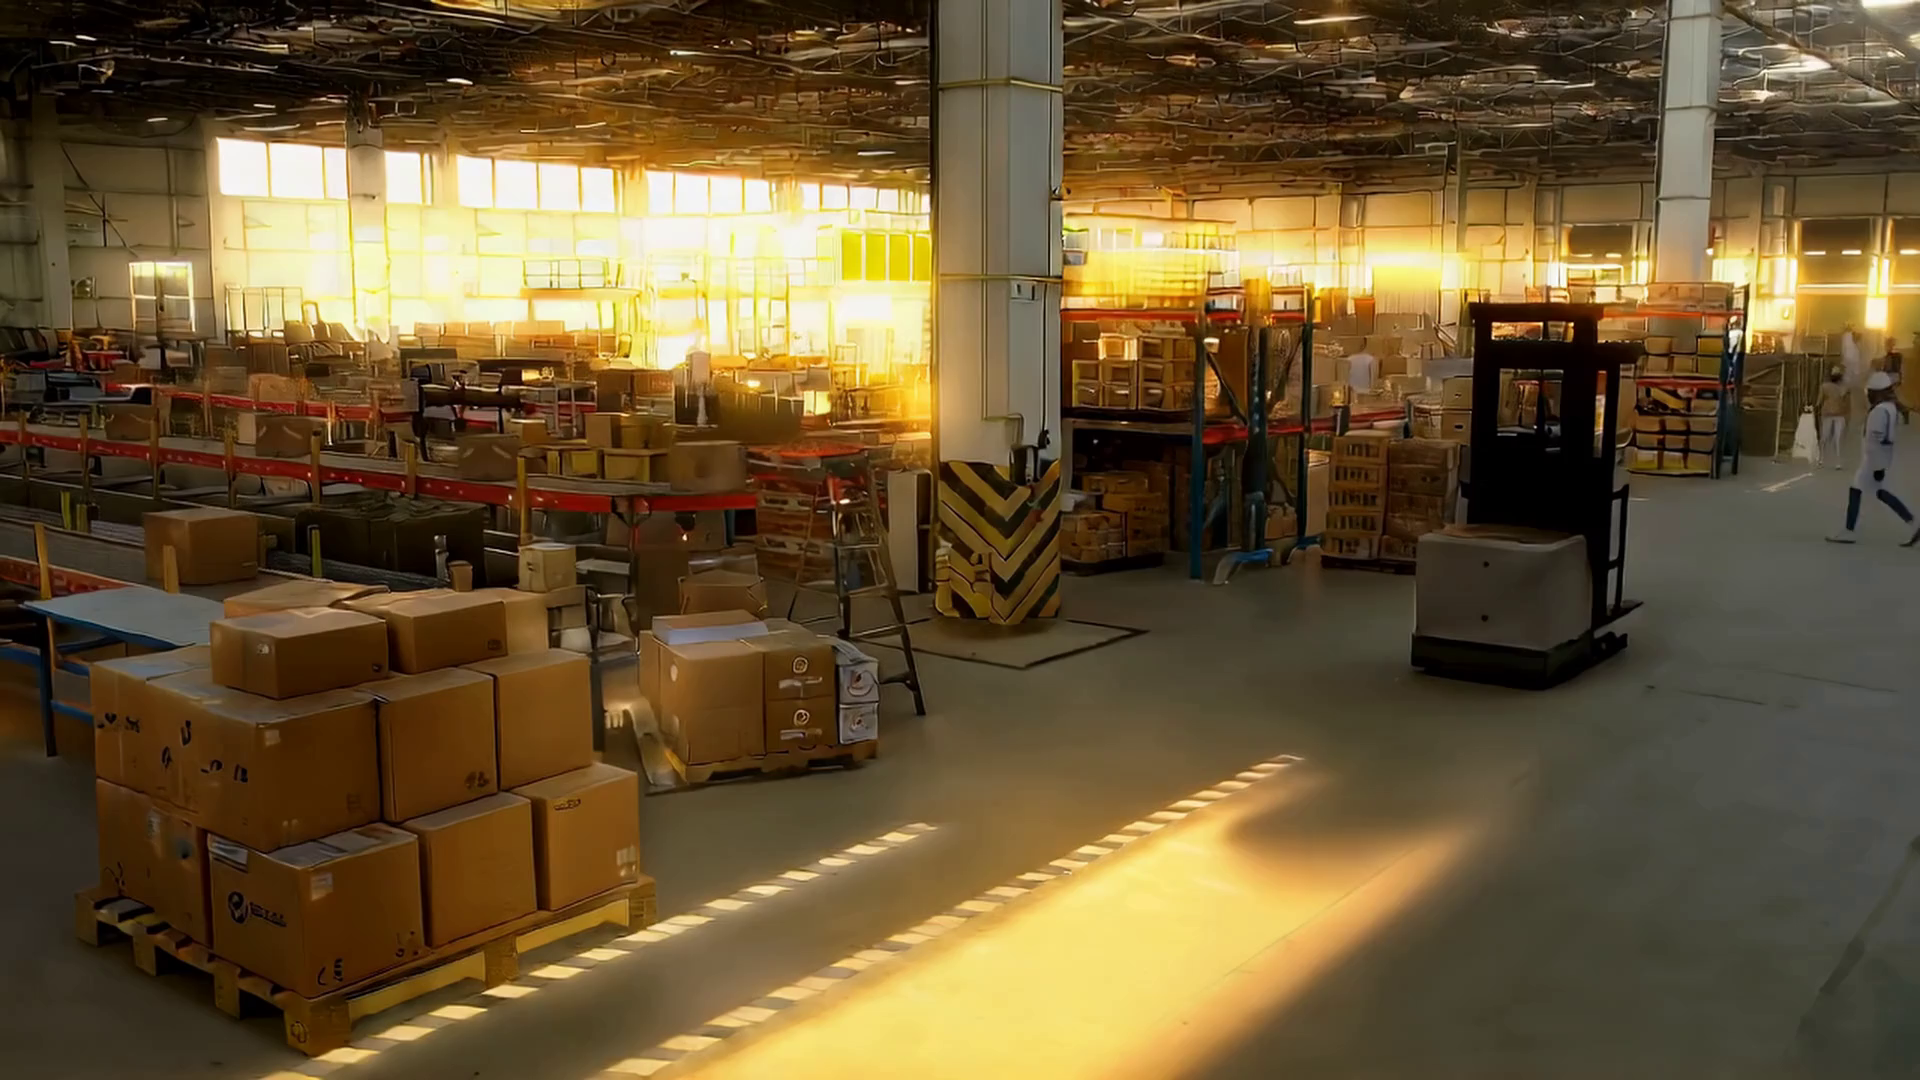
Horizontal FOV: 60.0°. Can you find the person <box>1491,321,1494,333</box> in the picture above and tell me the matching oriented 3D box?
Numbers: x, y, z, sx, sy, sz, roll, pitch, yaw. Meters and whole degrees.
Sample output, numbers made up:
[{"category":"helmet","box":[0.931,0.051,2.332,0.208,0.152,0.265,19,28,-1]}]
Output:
[{"category":"person","box":[25.459,-9.938,80.172,0.632,1.915,0.885,-7,11,-39]}]

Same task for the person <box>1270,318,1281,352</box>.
[{"category":"person","box":[12.417,-7.767,65.483,0.392,1.920,0.589,-4,9,-26]}]

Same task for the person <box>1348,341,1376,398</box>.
[{"category":"person","box":[8.592,-3.313,35.567,0.645,1.892,0.463,7,11,38]}]

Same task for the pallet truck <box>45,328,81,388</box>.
[{"category":"pallet truck","box":[-23.775,-4.544,43.495,1.885,1.965,0.823,6,10,35]}]

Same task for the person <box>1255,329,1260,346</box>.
[{"category":"person","box":[12.409,-8.156,68.439,0.538,1.839,0.524,2,9,11]}]

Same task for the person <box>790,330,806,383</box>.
[{"category":"person","box":[-5.181,-5.922,53.772,0.860,1.709,0.493,6,10,34]}]

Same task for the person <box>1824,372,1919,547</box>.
[{"category":"person","box":[10.564,-0.914,19.031,0.979,2.010,0.612,7,11,41]}]

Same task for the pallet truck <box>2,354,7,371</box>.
[{"category":"pallet truck","box":[-24.881,-4.417,42.634,1.885,1.965,0.823,8,11,41]}]

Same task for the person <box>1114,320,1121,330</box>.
[{"category":"person","box":[5.736,-7.054,60.604,0.349,1.942,0.545,-2,9,-12]}]

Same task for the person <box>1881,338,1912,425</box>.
[{"category":"person","box":[20.528,-3.483,36.559,0.609,1.938,0.867,-2,9,-13]}]

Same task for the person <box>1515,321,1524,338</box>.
[{"category":"person","box":[26.552,-9.734,78.671,0.629,1.950,0.948,-8,12,-44]}]

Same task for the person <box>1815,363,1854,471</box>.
[{"category":"person","box":[14.299,-2.011,27.197,0.533,1.767,0.326,5,10,30]}]

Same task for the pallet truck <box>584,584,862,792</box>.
[{"category":"pallet truck","box":[-1.426,0.805,10.019,1.601,1.201,0.680,-4,9,-26]}]

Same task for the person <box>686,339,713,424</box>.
[{"category":"person","box":[-5.785,-3.543,37.111,0.544,1.898,0.958,-5,10,-30]}]

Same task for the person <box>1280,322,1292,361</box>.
[{"category":"person","box":[11.862,-6.983,60.400,0.588,1.864,0.571,-3,9,-21]}]

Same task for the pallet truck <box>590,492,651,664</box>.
[{"category":"pallet truck","box":[-3.115,0.344,12.883,0.653,1.274,1.630,7,11,37]}]

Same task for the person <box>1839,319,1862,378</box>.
[{"category":"person","box":[30.452,-6.561,56.943,0.542,2.000,0.703,-2,9,-10]}]

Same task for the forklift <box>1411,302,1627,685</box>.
[{"category":"forklift","box":[4.379,-0.438,12.852,1.129,2.768,1.873,7,11,37]}]
